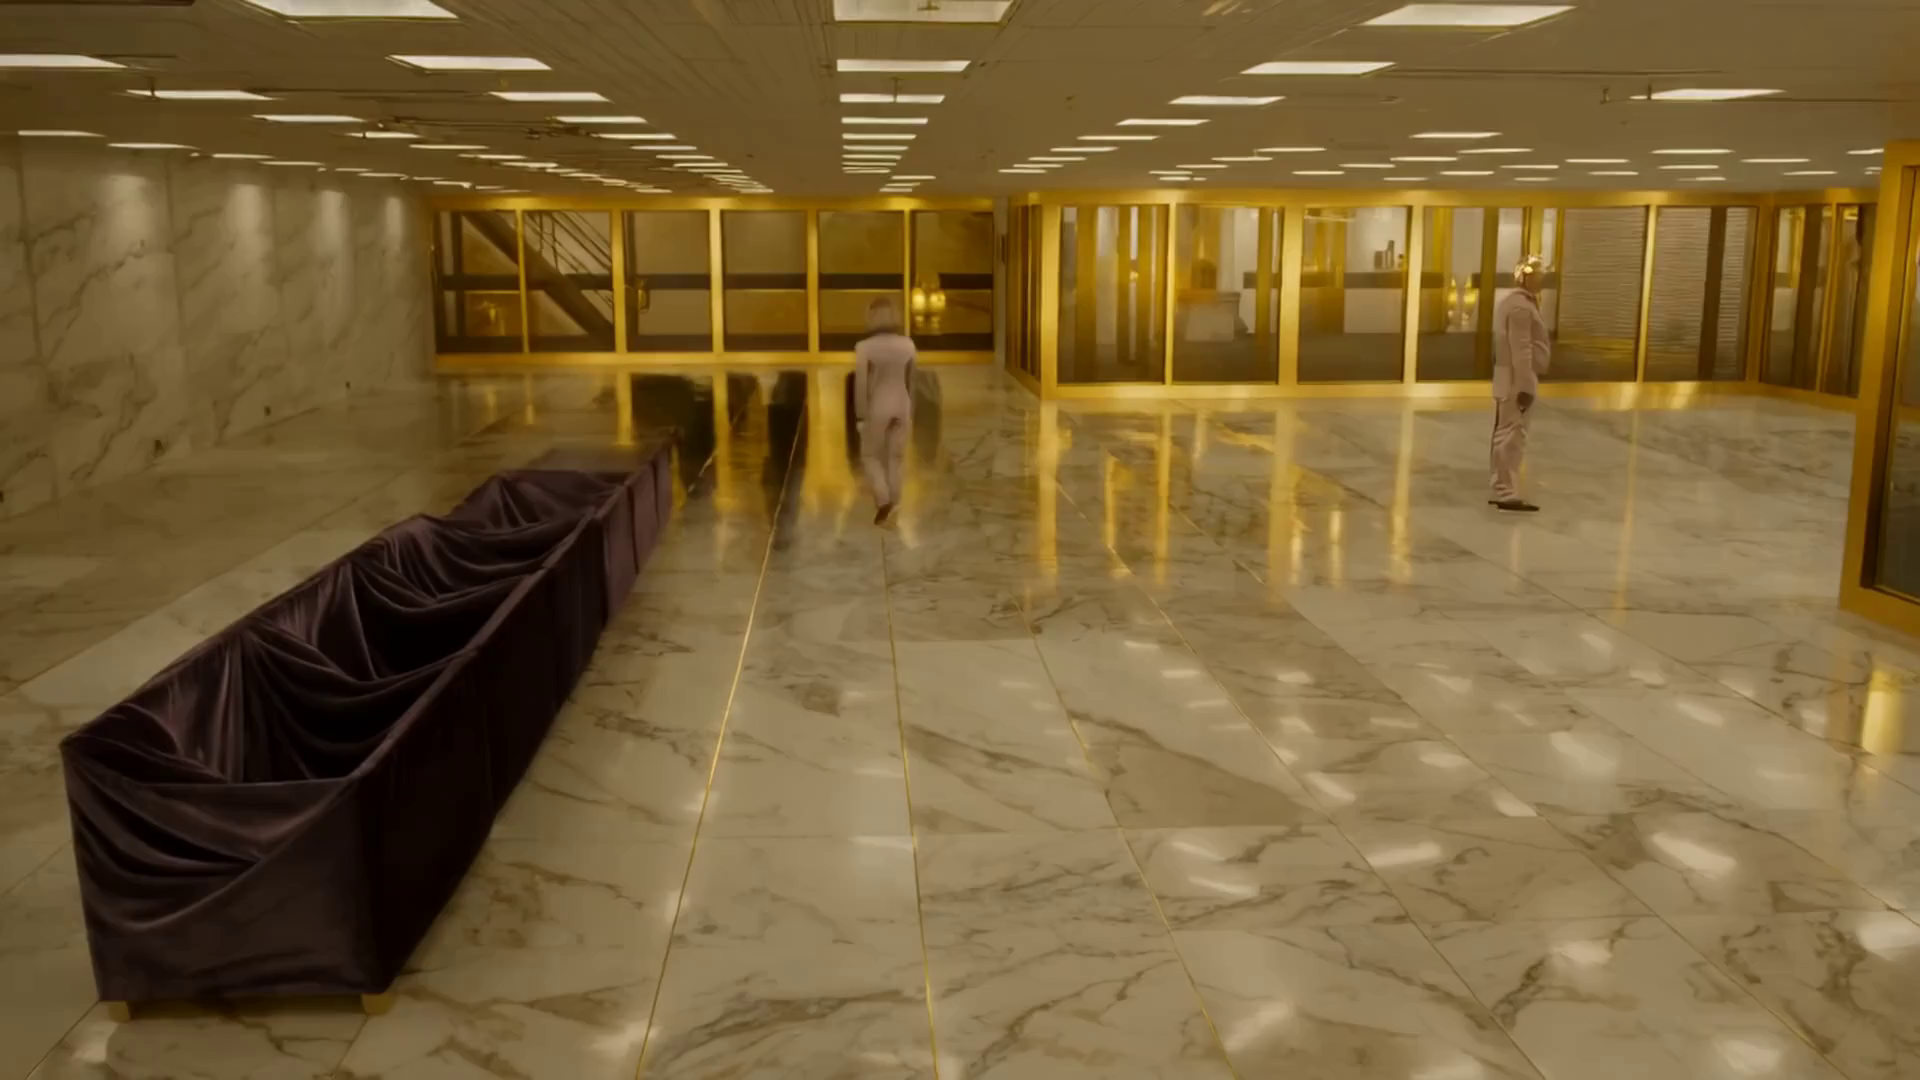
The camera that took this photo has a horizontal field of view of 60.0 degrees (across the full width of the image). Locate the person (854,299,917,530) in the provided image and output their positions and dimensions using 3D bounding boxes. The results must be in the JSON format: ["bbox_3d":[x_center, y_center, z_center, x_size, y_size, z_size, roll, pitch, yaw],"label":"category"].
[{"bbox_3d":[-0.524,-0.877,11.677,0.515,1.617,0.339,-6,12,-30],"label":"person"}]

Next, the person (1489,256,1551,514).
[{"bbox_3d":[4.201,-1.160,12.458,0.405,1.903,0.636,2,11,8],"label":"person"}]
